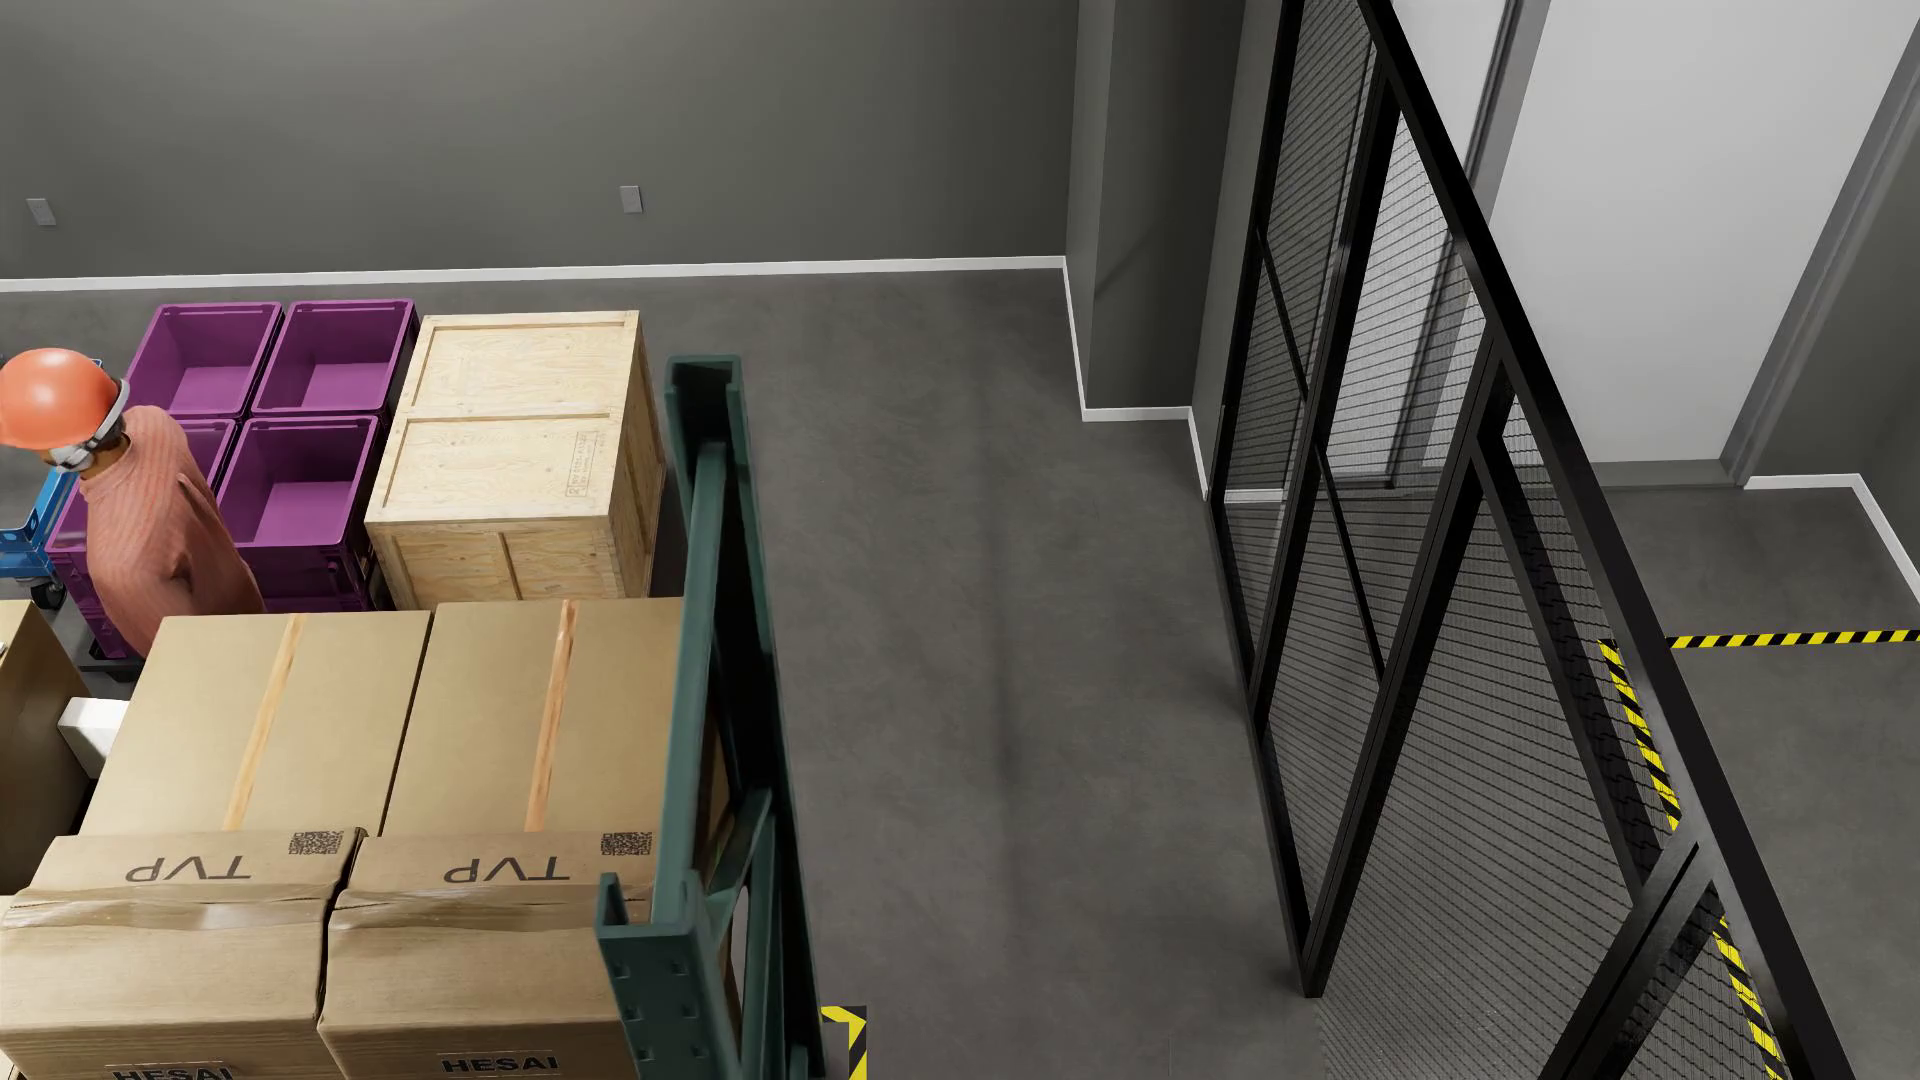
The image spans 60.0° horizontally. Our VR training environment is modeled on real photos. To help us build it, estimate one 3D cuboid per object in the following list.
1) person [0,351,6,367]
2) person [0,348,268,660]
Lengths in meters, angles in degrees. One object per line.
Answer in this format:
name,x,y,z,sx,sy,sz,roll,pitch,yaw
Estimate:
person,-4.036,-1.265,5.965,0.370,1.939,0.631,-3,46,-3
person,-2.050,0.269,4.464,0.397,1.992,0.613,-10,47,-10
